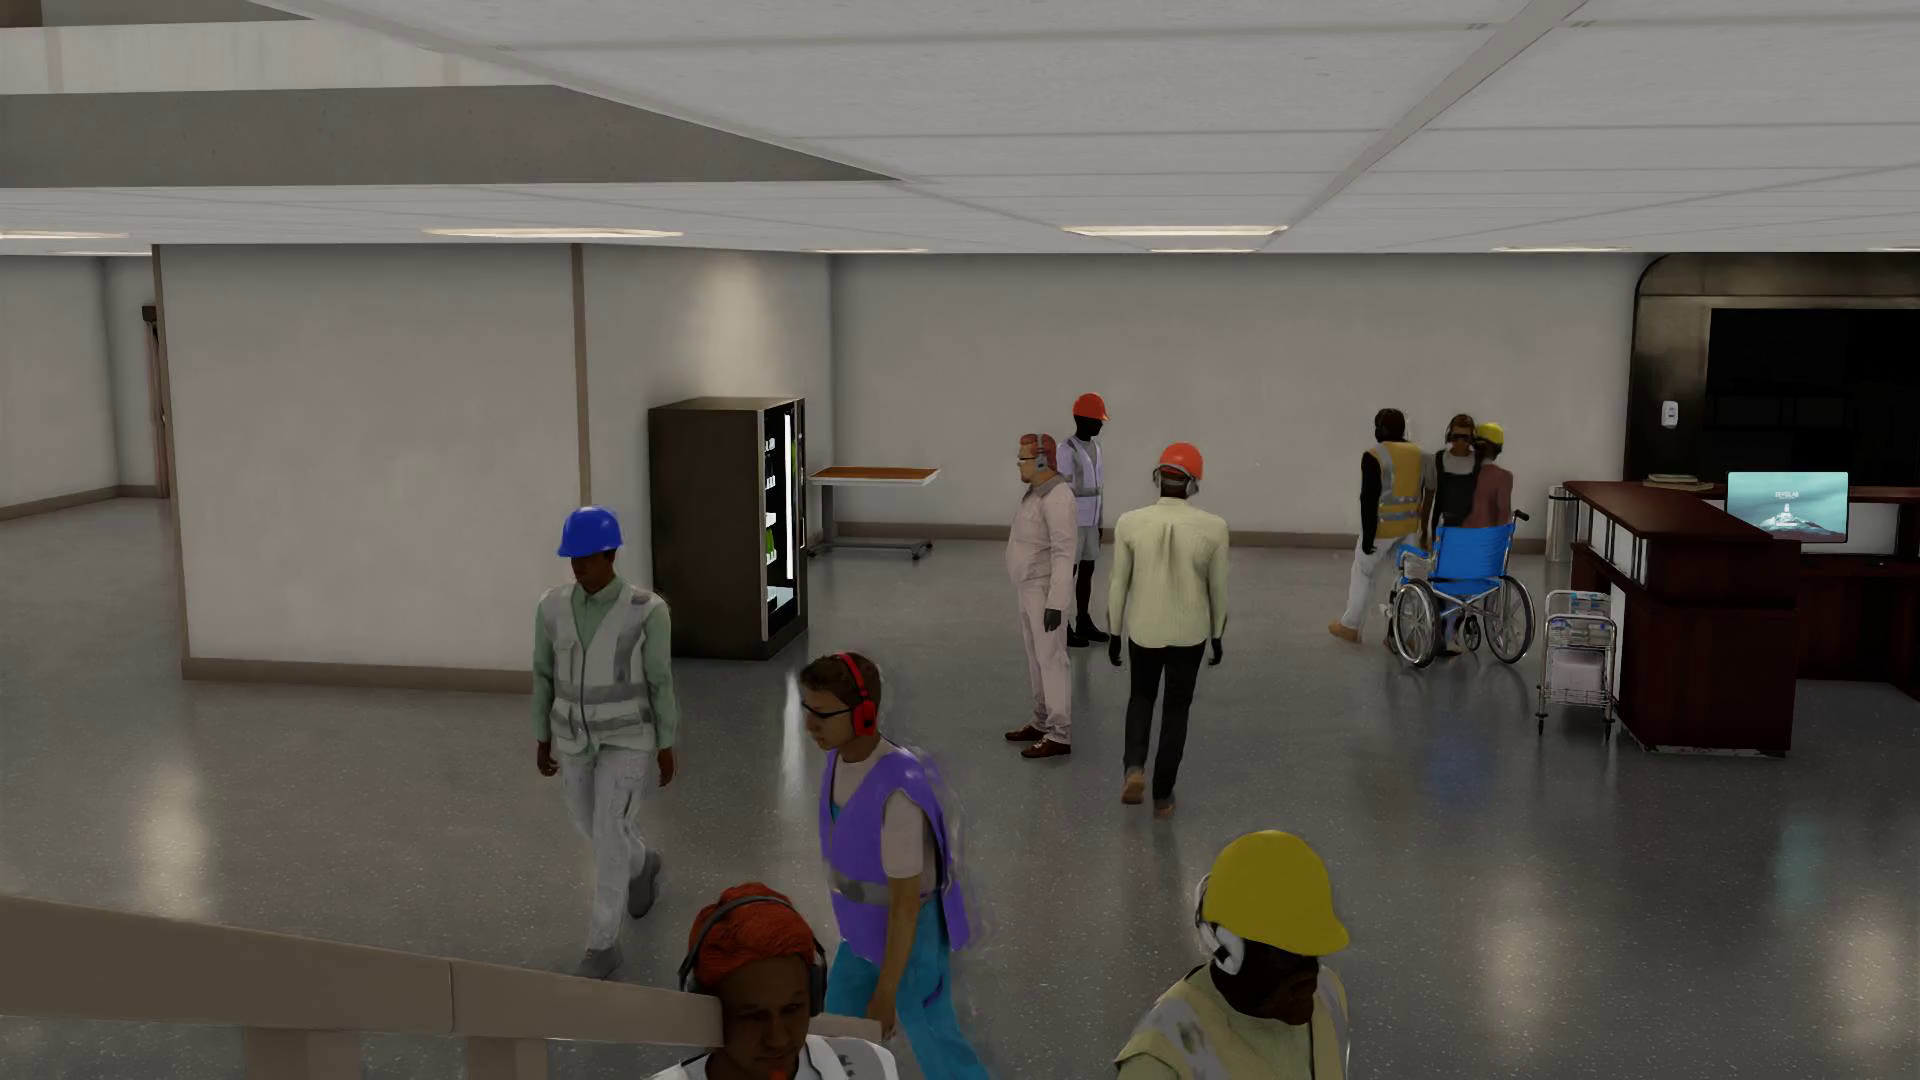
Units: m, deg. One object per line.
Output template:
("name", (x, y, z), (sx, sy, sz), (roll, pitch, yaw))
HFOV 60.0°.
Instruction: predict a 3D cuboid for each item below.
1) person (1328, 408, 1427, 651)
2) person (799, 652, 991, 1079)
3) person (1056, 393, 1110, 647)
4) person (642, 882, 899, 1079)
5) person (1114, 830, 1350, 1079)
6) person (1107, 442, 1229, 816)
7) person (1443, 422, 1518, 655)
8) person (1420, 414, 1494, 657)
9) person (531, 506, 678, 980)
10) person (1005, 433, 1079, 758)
("person", (3.178, -0.096, 12.632), (0.658, 1.810, 0.850), (-5, 10, -28))
("person", (-0.190, 1.185, 4.824), (0.943, 1.792, 0.561), (-5, 10, -28))
("person", (0.942, -0.152, 12.632), (0.390, 1.929, 0.545), (8, 12, 39))
("person", (-0.339, 1.472, 2.745), (0.584, 1.882, 0.337), (-6, 11, -32))
("person", (0.550, 1.429, 3.219), (0.589, 1.823, 0.404), (-9, 13, -43))
("person", (1.078, 0.475, 8.659), (0.615, 1.964, 0.499), (2, 9, 14))
("person", (3.868, -0.011, 12.372), (0.895, 1.721, 0.544), (-8, 12, -41))
("person", (3.688, -0.039, 12.362), (0.518, 1.783, 0.972), (3, 10, 16))
("person", (-1.451, 0.784, 6.908), (0.624, 1.920, 0.904), (3, 10, 17))
("person", (0.466, 0.319, 9.795), (0.403, 1.904, 0.651), (-2, 9, -12))
